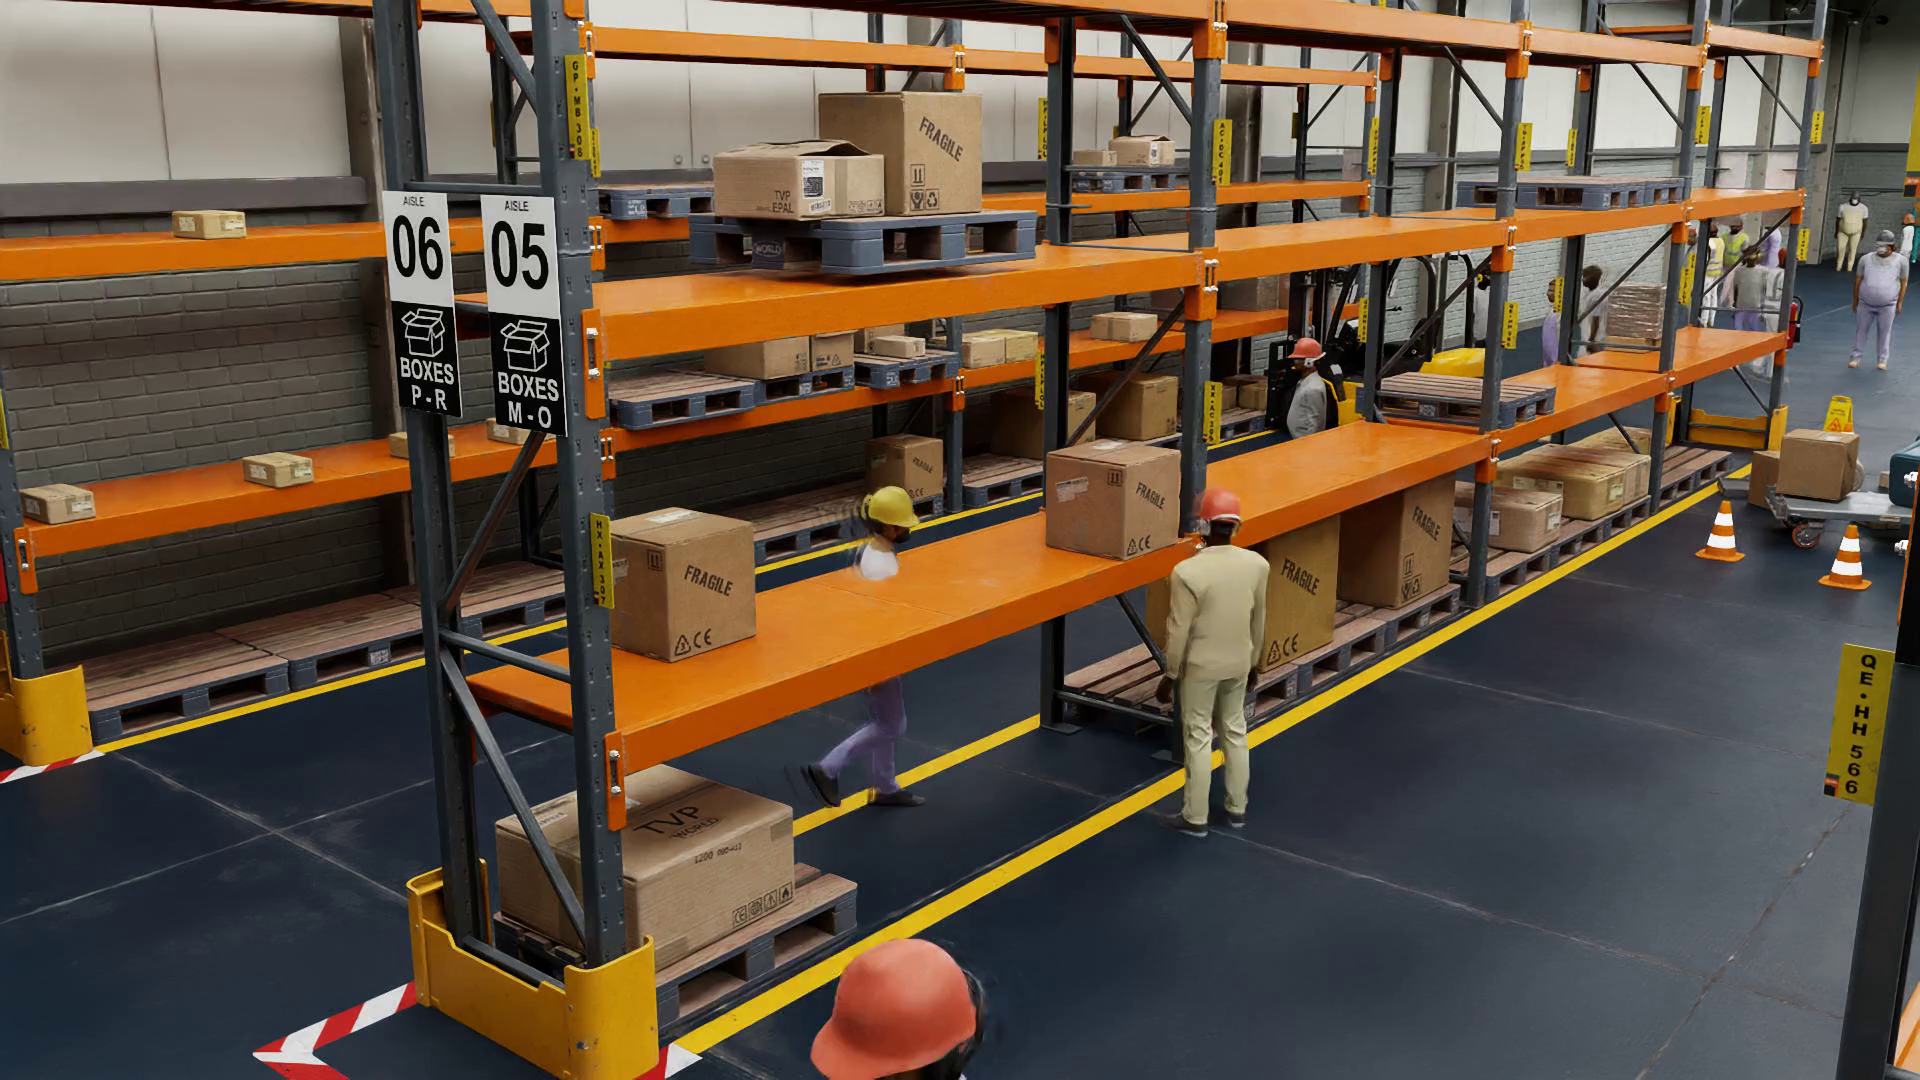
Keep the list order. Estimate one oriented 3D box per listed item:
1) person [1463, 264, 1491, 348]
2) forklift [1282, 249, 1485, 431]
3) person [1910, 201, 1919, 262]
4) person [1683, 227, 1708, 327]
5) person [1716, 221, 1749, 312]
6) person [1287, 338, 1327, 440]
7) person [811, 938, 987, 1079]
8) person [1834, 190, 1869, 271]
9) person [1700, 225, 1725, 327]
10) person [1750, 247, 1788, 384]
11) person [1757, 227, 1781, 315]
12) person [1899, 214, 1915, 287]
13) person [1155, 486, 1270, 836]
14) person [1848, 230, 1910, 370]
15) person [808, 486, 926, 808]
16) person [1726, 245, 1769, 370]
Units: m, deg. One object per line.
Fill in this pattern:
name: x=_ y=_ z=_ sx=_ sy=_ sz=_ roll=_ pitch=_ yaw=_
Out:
person: x=6.374 y=-2.466 z=20.459 sx=0.332 sy=1.872 sz=0.514 roll=10 pitch=17 yaw=35
forklift: x=4.886 y=-2.214 z=18.767 sx=2.313 sy=2.155 sz=1.214 roll=11 pitch=18 yaw=38
person: x=25.742 y=-8.382 z=44.443 sx=0.596 sy=1.921 sz=0.386 roll=6 pitch=15 yaw=24
person: x=12.084 y=-4.204 z=27.484 sx=0.397 sy=1.901 sz=0.651 roll=3 pitch=14 yaw=12
person: x=14.779 y=-5.281 z=32.085 sx=0.888 sy=1.796 sz=0.630 roll=-6 pitch=15 yaw=-24
person: x=2.904 y=-0.830 z=14.045 sx=0.341 sy=1.750 sz=0.567 roll=1 pitch=14 yaw=5
person: x=-0.074 y=1.704 z=3.303 sx=1.056 sy=1.984 sz=0.623 roll=-6 pitch=15 yaw=-22
person: x=22.208 y=-7.710 z=41.460 sx=0.702 sy=2.000 sz=0.680 roll=7 pitch=15 yaw=26
person: x=13.362 y=-4.726 z=29.730 sx=0.624 sy=1.841 sz=0.430 roll=-11 pitch=17 yaw=-37
person: x=11.339 y=-3.110 z=23.067 sx=0.361 sy=1.886 sz=0.590 roll=2 pitch=14 yaw=7
person: x=15.337 y=-5.226 z=31.622 sx=0.406 sy=1.911 sz=0.637 roll=6 pitch=15 yaw=24
person: x=21.170 y=-6.474 z=37.268 sx=0.279 sy=1.633 sz=0.505 roll=13 pitch=19 yaw=42
person: x=1.238 y=0.602 z=8.247 sx=0.607 sy=1.740 sz=0.336 roll=-8 pitch=16 yaw=-28
person: x=13.475 y=-3.523 z=24.411 sx=0.684 sy=2.000 sz=0.535 roll=9 pitch=17 yaw=33
person: x=-0.455 y=0.568 z=8.372 sx=0.514 sy=1.742 sz=0.531 roll=-1 pitch=14 yaw=-2
person: x=11.664 y=-3.439 z=24.520 sx=0.530 sy=1.836 sz=0.905 roll=13 pitch=19 yaw=42
